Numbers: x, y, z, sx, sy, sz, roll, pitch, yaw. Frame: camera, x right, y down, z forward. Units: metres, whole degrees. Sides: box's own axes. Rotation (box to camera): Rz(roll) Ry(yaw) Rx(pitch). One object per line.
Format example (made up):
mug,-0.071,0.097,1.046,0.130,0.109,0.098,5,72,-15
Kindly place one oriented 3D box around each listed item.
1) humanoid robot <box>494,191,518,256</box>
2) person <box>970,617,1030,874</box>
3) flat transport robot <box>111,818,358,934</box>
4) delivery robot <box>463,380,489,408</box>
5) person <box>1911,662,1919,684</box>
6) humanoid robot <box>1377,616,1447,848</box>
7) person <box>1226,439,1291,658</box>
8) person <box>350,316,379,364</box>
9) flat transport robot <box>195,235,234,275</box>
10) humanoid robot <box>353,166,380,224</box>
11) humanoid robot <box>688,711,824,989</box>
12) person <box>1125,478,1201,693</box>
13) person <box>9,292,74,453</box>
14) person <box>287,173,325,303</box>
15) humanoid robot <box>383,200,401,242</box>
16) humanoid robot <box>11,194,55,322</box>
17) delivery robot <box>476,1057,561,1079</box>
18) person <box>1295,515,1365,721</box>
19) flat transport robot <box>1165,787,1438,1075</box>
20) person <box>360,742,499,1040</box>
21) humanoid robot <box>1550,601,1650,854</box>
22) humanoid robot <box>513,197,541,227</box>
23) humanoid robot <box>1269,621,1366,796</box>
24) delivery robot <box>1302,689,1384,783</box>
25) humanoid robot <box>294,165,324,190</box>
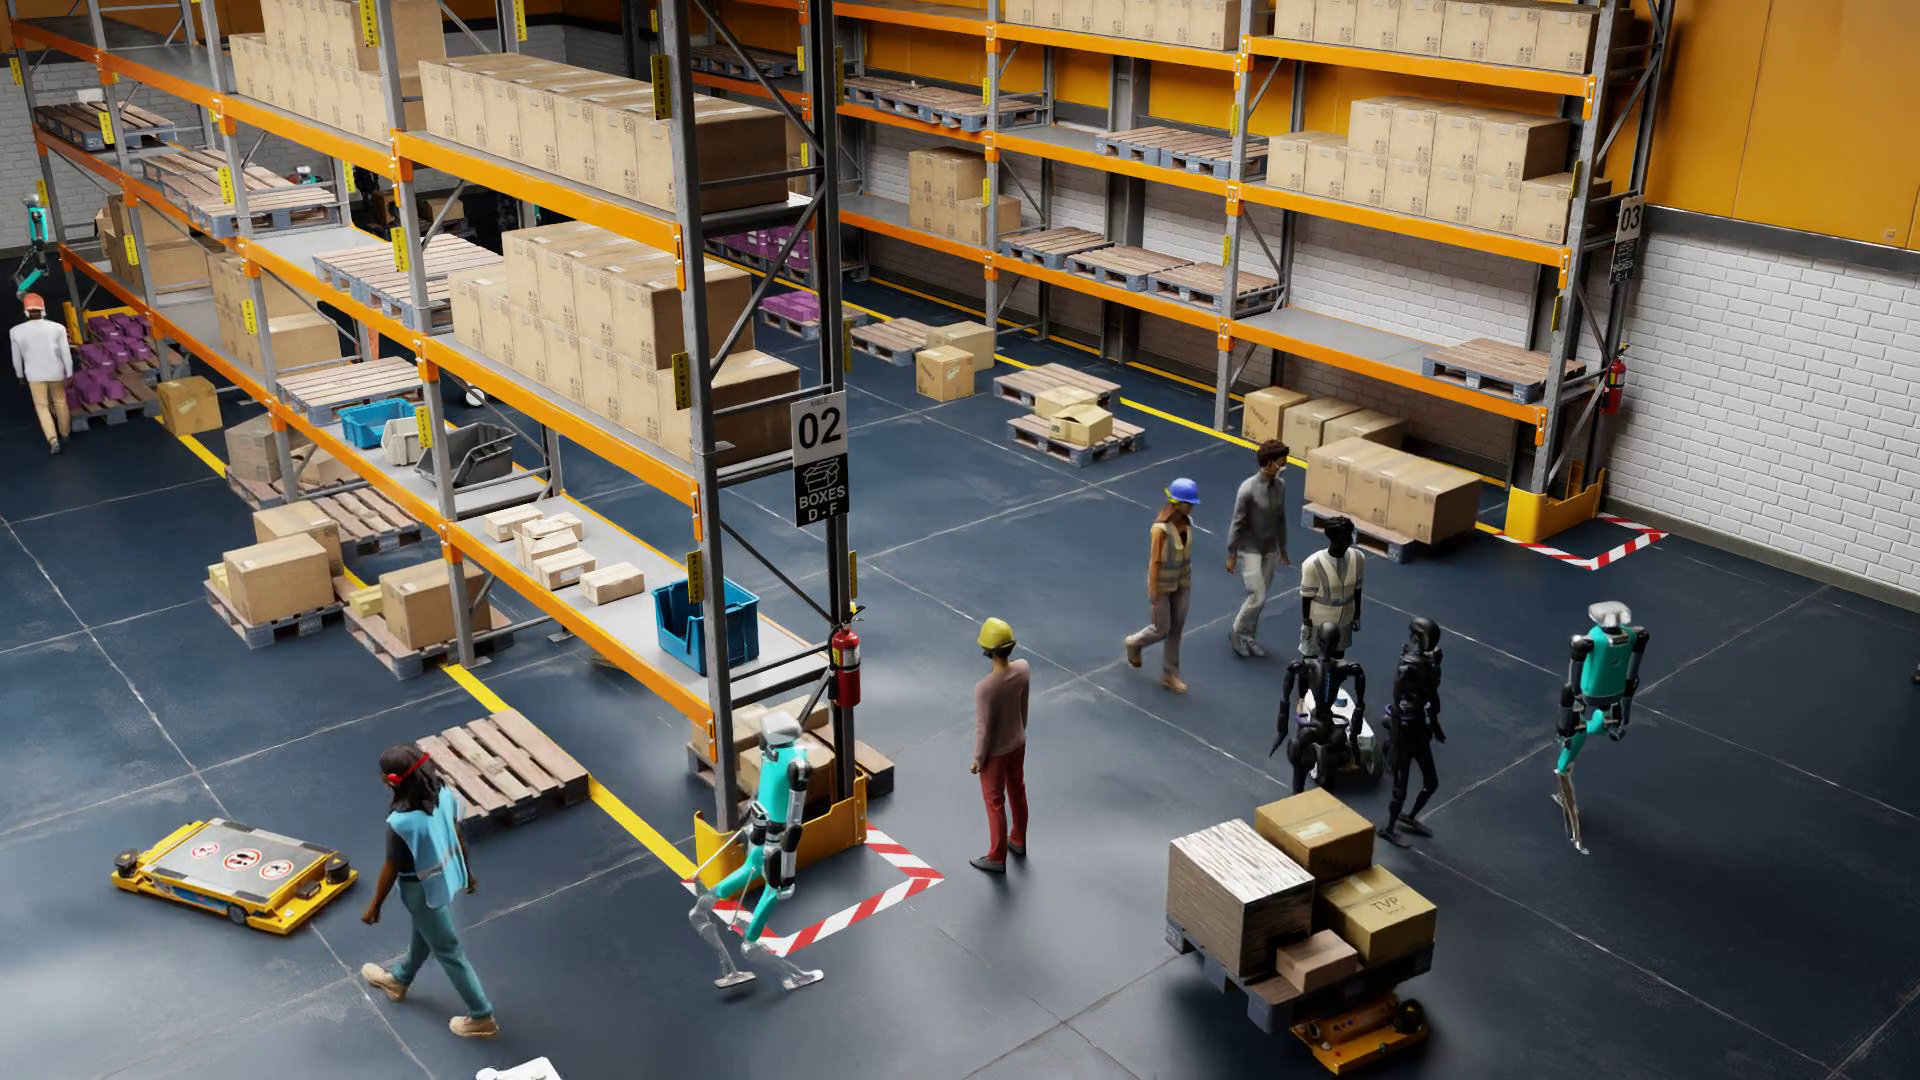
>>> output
humanoid robot,-6.981,-5.006,25.468,0.465,1.647,0.597,9,25,19
person,0.243,1.315,10.712,0.322,1.765,0.532,17,29,35
flat transport robot,-4.671,2.134,10.701,1.431,0.231,0.659,9,25,20
delivery robot,-5.499,-1.877,19.650,0.809,0.611,0.499,-3,24,-8
person,7.820,0.264,12.950,0.546,1.926,0.388,13,26,27
humanoid robot,2.973,1.258,10.941,0.318,1.649,0.612,21,31,40
person,2.422,0.082,13.426,0.557,1.879,0.488,-15,27,-30
person,-7.176,-2.725,20.077,0.499,1.759,0.339,14,27,29
flat transport robot,-10.402,-3.337,23.371,1.431,0.231,0.659,4,24,10
humanoid robot,-10.000,-6.041,27.857,0.597,1.647,0.453,16,28,33
humanoid robot,-1.251,1.871,9.485,0.867,1.767,0.552,-12,26,-26
person,1.592,0.327,12.993,0.491,1.760,0.534,-19,30,-37
person,-9.902,-1.812,18.004,0.562,1.728,0.770,-14,27,-29
person,-9.235,-4.204,23.343,0.674,1.868,0.805,-3,24,-7
humanoid robot,-7.552,-3.781,22.659,0.453,1.649,0.605,12,26,26
humanoid robot,-12.604,-3.747,22.502,0.683,1.813,0.535,-12,26,-26
delivery robot,-2.389,2.963,8.438,0.806,0.608,0.499,-15,27,-31
person,2.770,0.594,12.469,0.532,1.693,0.320,-8,25,-19
flat transport robot,1.995,2.545,9.751,0.659,0.231,1.431,-12,26,-26
person,-3.046,1.932,9.213,0.976,1.818,0.514,5,24,11
humanoid robot,4.134,1.160,11.135,0.552,1.800,0.837,-6,24,-13
humanoid robot,-6.921,-5.519,26.667,0.567,1.833,0.809,-4,24,-9
humanoid robot,2.340,1.296,10.887,0.597,1.639,0.569,1,23,3
delivery robot,2.742,1.405,12.051,0.499,0.613,0.814,-2,23,-5
humanoid robot,-9.742,-4.740,24.800,0.530,1.757,1.043,-17,29,-34
